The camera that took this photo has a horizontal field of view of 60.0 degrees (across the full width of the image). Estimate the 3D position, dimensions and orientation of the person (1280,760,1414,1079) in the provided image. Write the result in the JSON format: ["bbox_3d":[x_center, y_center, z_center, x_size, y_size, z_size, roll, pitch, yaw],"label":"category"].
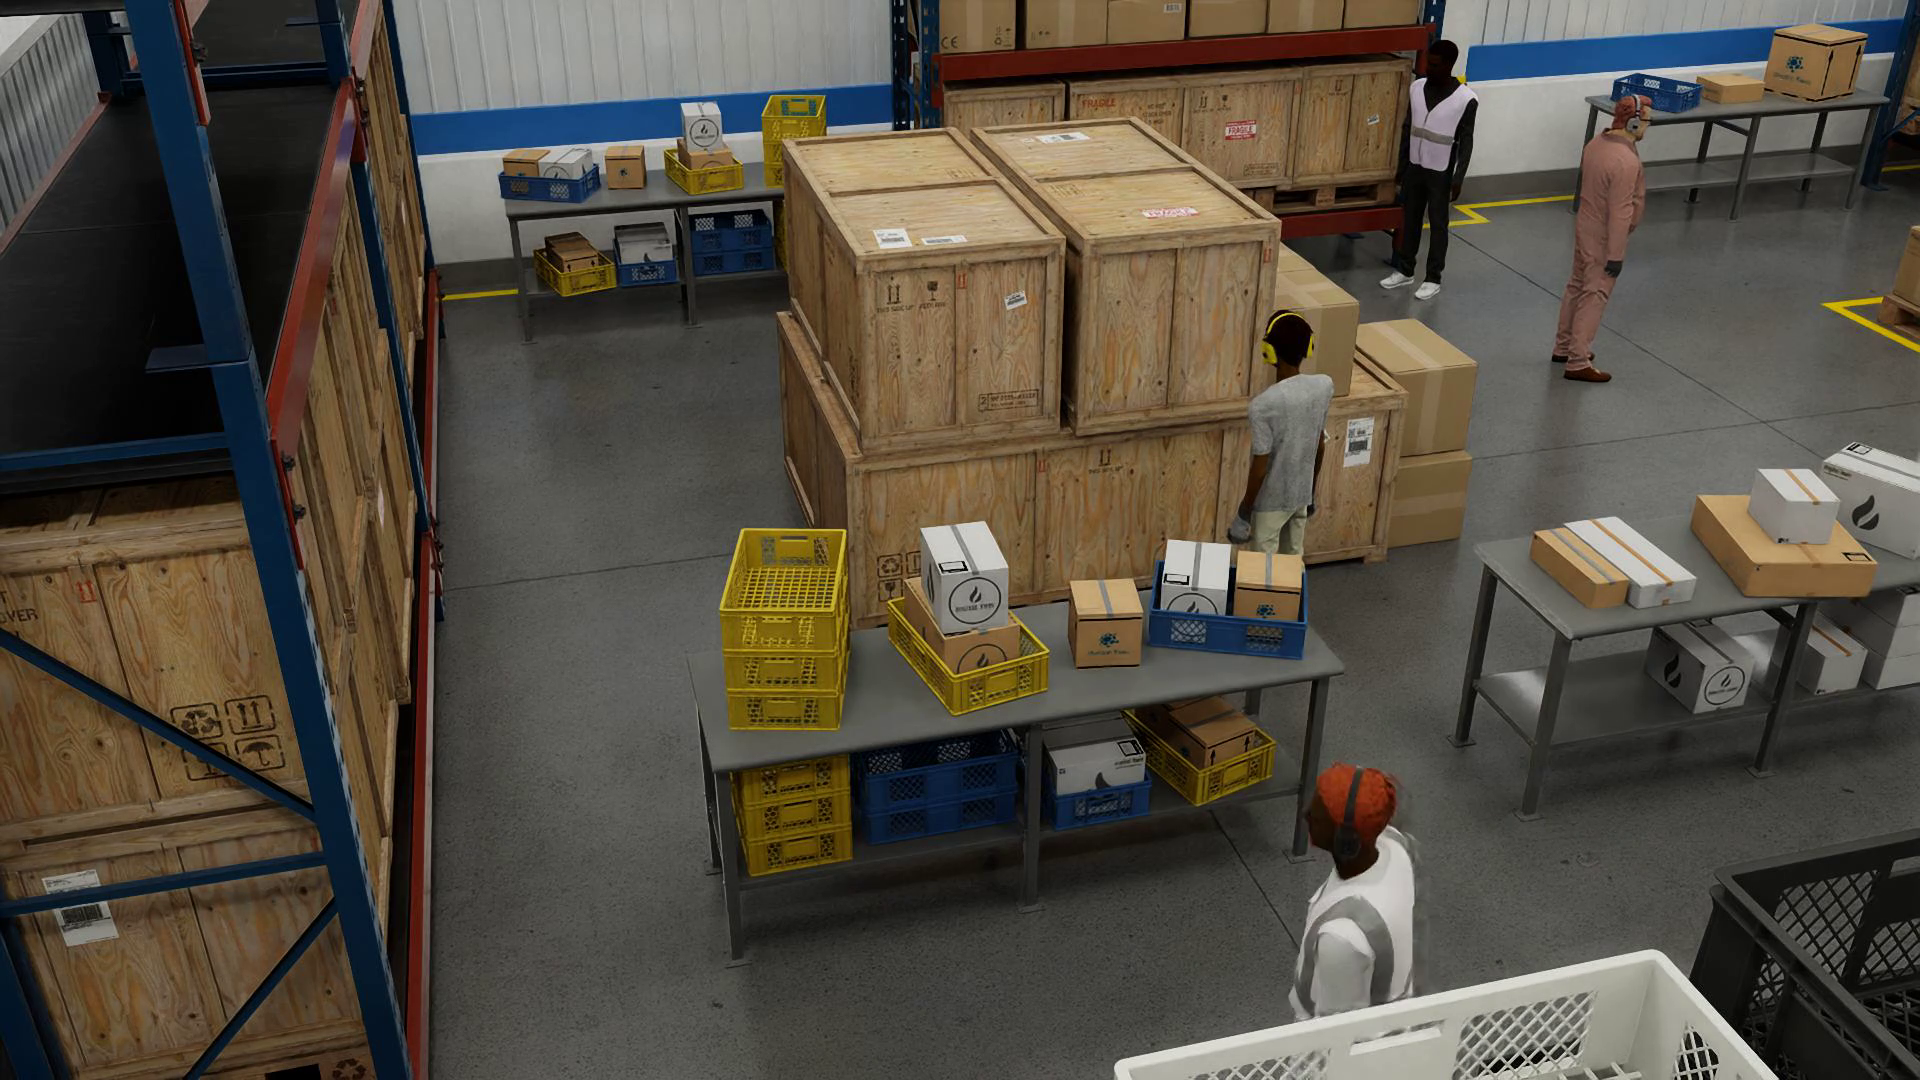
[{"bbox_3d":[1.215,1.463,4.814,0.842,1.855,0.588,13,31,22],"label":"person"}]

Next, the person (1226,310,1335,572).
[{"bbox_3d":[1.476,-0.179,7.775,0.517,1.865,0.328,-19,34,-31],"label":"person"}]

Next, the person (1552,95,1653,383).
[{"bbox_3d":[4.293,-1.999,11.045,0.401,1.899,0.645,0,29,0],"label":"person"}]

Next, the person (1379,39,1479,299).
[{"bbox_3d":[3.529,-2.769,12.420,0.379,1.916,0.591,-20,35,-32],"label":"person"}]
